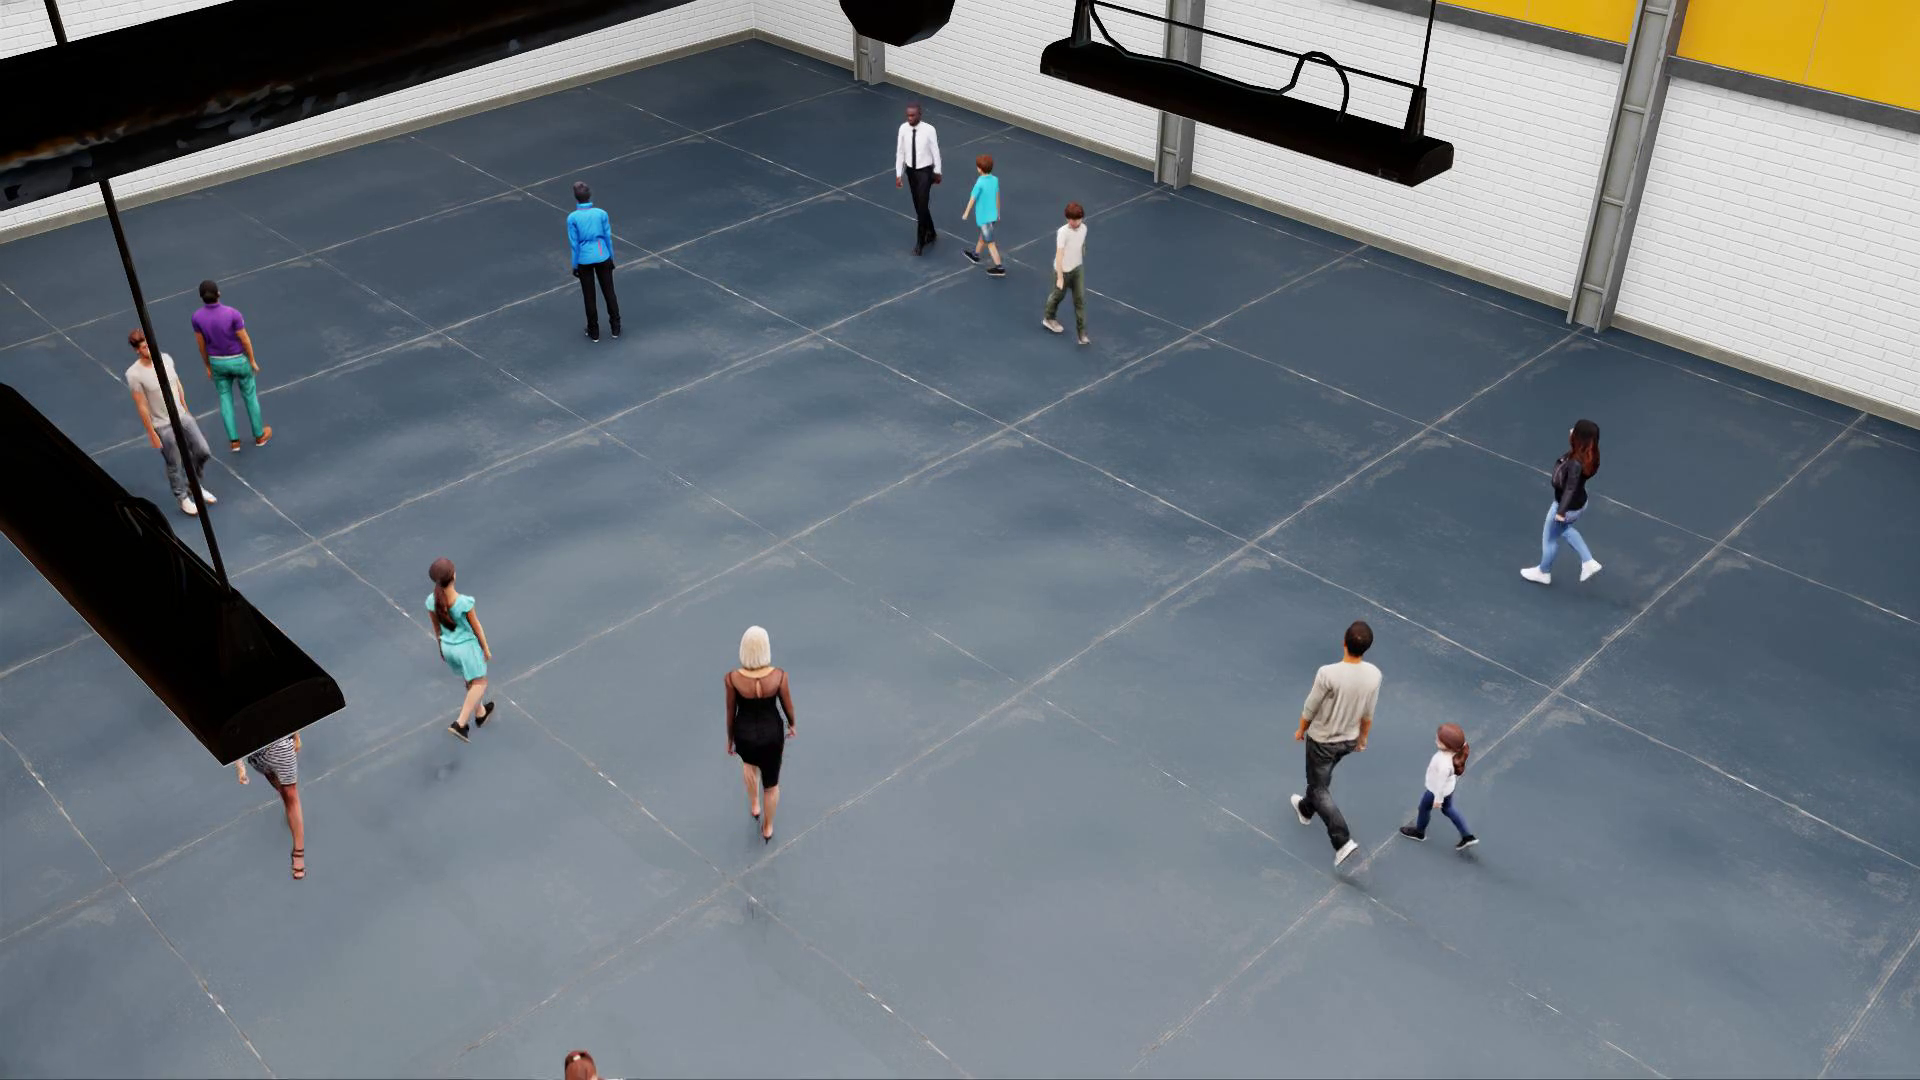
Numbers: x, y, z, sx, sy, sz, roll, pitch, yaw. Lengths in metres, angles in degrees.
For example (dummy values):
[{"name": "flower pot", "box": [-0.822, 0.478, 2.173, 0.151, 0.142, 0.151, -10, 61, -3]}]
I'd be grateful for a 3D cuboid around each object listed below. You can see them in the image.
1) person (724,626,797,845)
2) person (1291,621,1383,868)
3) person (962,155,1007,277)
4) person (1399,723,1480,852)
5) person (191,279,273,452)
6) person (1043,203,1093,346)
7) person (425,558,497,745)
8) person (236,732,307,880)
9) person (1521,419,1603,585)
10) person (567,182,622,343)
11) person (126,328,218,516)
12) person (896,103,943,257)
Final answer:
[{"name": "person", "box": [-1.376, 1.408, 11.389, 0.787, 1.726, 0.843, -3, 34, -4]}, {"name": "person", "box": [2.592, 1.411, 11.340, 0.982, 1.774, 1.184, -12, 35, -17]}, {"name": "person", "box": [0.361, -3.766, 19.457, 0.951, 1.411, 0.574, 26, 41, 33]}, {"name": "person", "box": [3.390, 1.711, 11.505, 0.808, 1.093, 0.574, 19, 38, 26]}, {"name": "person", "box": [-7.031, -1.683, 16.000, 0.758, 1.768, 0.804, -6, 34, -9]}, {"name": "person", "box": [1.136, -2.928, 18.023, 0.782, 1.603, 1.165, -22, 39, -29]}, {"name": "person", "box": [-3.743, 0.848, 12.395, 0.892, 1.543, 0.869, 9, 35, 13]}, {"name": "person", "box": [-4.742, 1.381, 11.392, 0.927, 1.766, 1.187, -11, 35, -16]}, {"name": "person", "box": [5.200, -0.280, 14.025, 0.885, 1.619, 0.699, 23, 40, 31]}, {"name": "person", "box": [-3.966, -3.013, 17.975, 0.682, 1.797, 0.648, -14, 36, -20]}, {"name": "person", "box": [-7.204, -1.080, 14.992, 0.739, 1.880, 0.755, 15, 37, 22]}, {"name": "person", "box": [-0.442, -4.432, 20.103, 1.045, 1.805, 0.946, 14, 36, 21]}]
